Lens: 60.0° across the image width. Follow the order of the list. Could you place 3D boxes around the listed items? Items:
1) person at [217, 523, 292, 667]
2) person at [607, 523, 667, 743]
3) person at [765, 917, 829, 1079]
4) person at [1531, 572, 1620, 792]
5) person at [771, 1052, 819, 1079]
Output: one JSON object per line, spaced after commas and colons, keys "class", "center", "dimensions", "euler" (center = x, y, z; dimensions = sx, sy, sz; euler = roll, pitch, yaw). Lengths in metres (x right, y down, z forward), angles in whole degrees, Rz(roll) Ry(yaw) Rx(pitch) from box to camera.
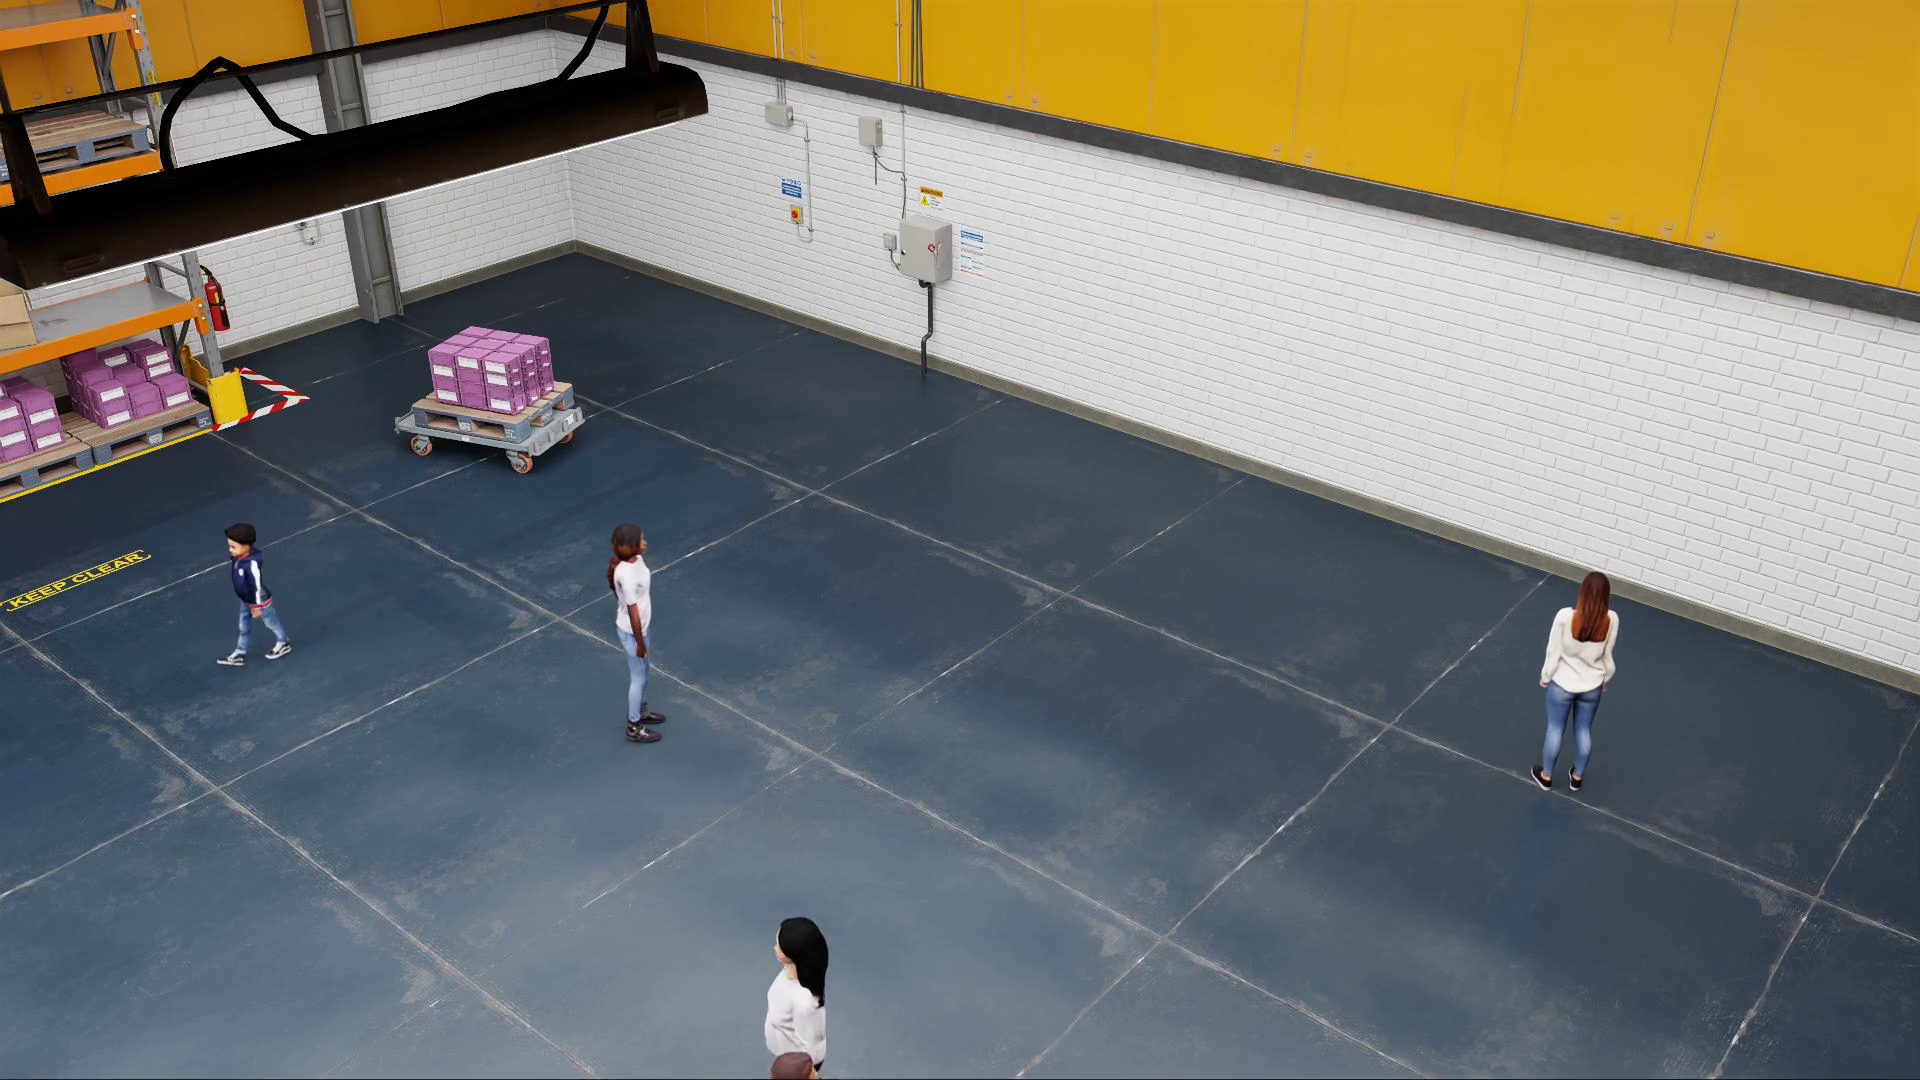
{"class": "person", "center": [-5.418, 0.406, 12.883], "dimensions": [0.526, 1.199, 0.758], "euler": [22, 36, 35]}
{"class": "person", "center": [-2.322, 0.643, 11.904], "dimensions": [0.702, 1.721, 0.646], "euler": [-3, 29, -6]}
{"class": "person", "center": [-0.730, 2.574, 8.401], "dimensions": [1.019, 1.685, 0.923], "euler": [-6, 29, -11]}
{"class": "person", "center": [4.203, 0.968, 11.338], "dimensions": [0.704, 1.691, 0.727], "euler": [4, 29, 7]}
{"class": "person", "center": [-0.750, 2.985, 7.780], "dimensions": [0.600, 1.558, 0.602], "euler": [-18, 34, -30]}
